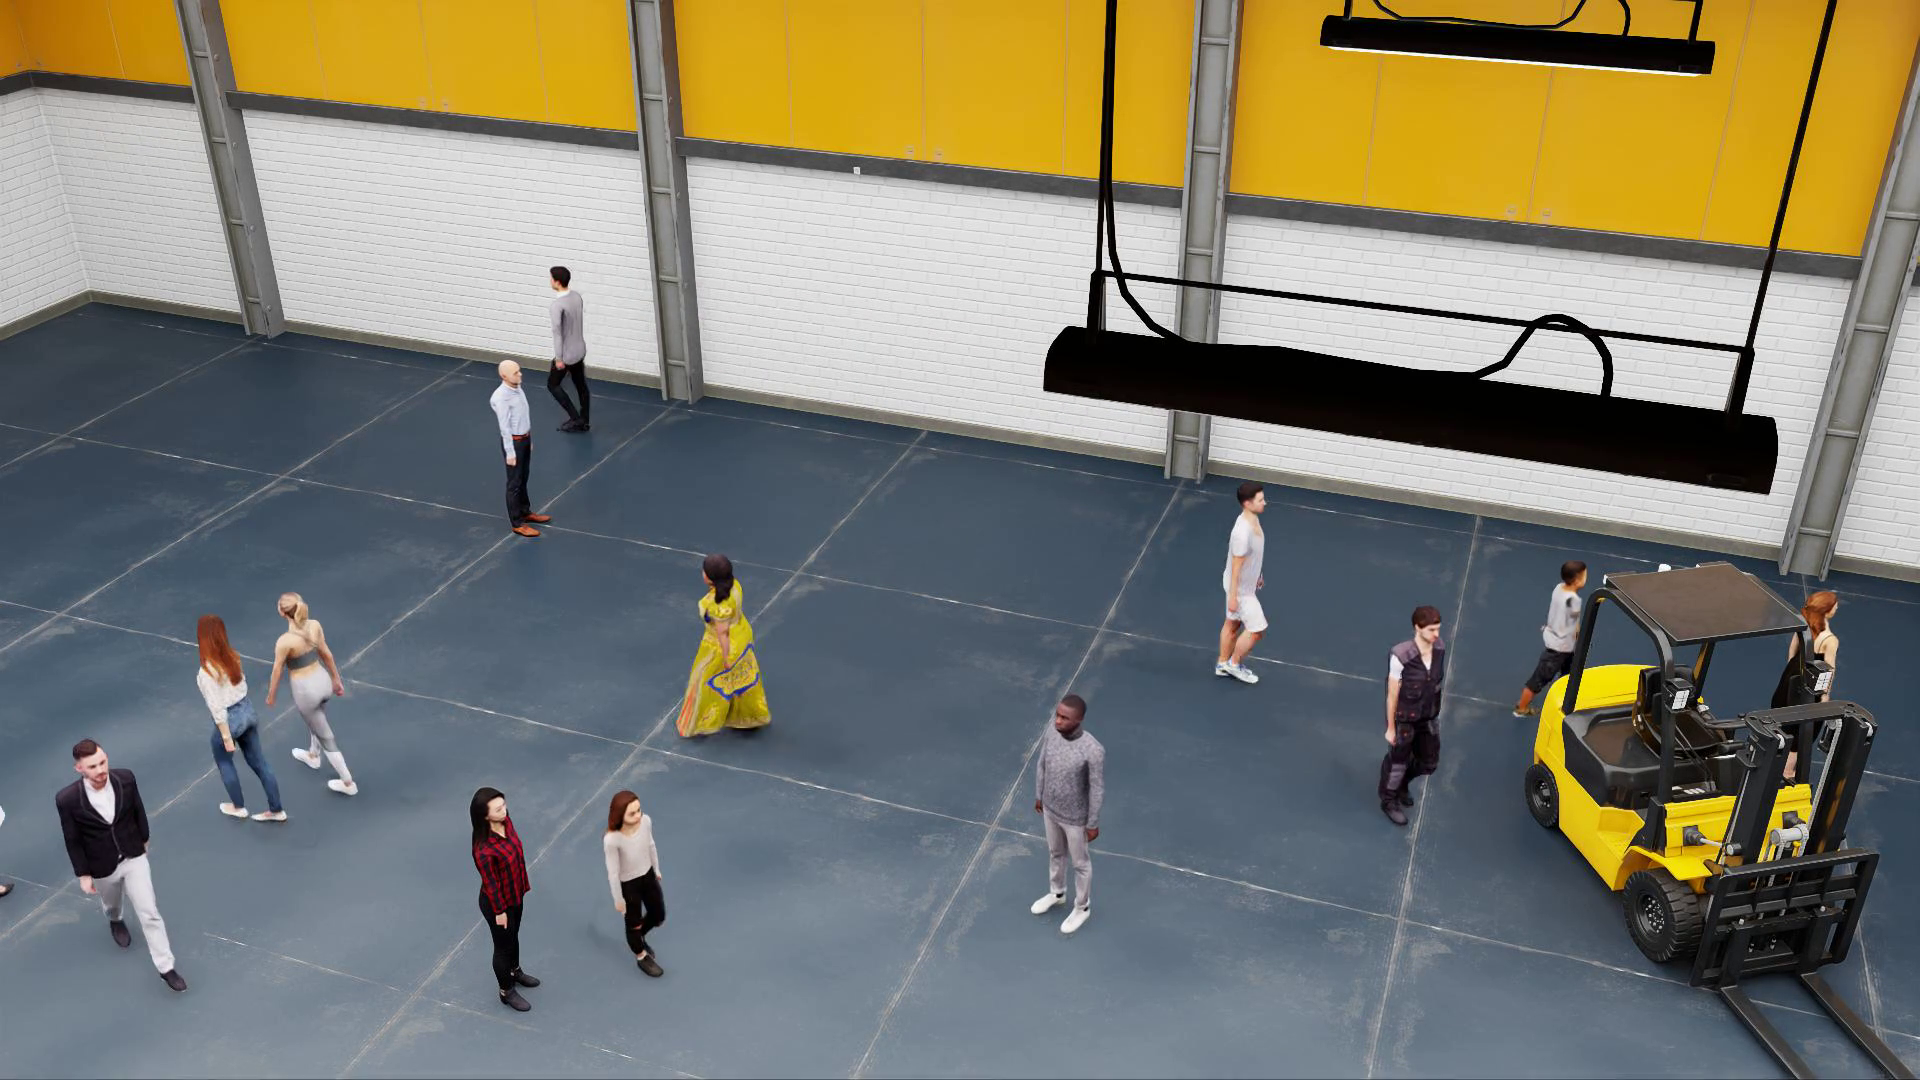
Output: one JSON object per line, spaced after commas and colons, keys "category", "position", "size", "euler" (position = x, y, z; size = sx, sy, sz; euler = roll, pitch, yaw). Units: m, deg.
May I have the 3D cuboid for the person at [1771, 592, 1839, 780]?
{"category": "person", "position": [6.433, 1.098, 12.696], "size": [0.727, 1.625, 0.677], "euler": [-8, 30, -15]}

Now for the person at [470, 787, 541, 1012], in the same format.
{"category": "person", "position": [-2.915, 2.255, 10.540], "size": [0.594, 1.658, 0.635], "euler": [2, 29, 4]}

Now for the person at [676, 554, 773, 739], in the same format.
{"category": "person", "position": [-1.760, 0.848, 13.145], "size": [1.033, 1.634, 0.880], "euler": [5, 29, 9]}

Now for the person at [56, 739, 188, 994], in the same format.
{"category": "person", "position": [-5.513, 2.044, 10.778], "size": [1.072, 1.801, 1.303], "euler": [-21, 35, -34]}

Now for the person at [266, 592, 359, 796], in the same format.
{"category": "person", "position": [-4.789, 1.191, 12.482], "size": [0.984, 1.668, 0.631], "euler": [12, 31, 20]}

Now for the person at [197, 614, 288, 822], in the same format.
{"category": "person", "position": [-5.239, 1.362, 12.142], "size": [0.753, 1.692, 0.588], "euler": [5, 29, 9]}

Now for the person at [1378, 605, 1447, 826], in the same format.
{"category": "person", "position": [3.246, 1.242, 12.214], "size": [0.802, 1.834, 0.866], "euler": [-11, 31, -20]}

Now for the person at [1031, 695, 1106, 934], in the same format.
{"category": "person", "position": [0.744, 1.807, 11.176], "size": [0.826, 1.836, 0.665], "euler": [-24, 37, -37]}

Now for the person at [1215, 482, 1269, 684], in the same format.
{"category": "person", "position": [2.256, 0.349, 13.839], "size": [0.654, 1.845, 0.719], "euler": [8, 30, 14]}

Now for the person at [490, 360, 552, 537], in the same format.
{"category": "person", "position": [-4.321, -0.925, 16.232], "size": [0.620, 1.791, 0.679], "euler": [4, 29, 8]}

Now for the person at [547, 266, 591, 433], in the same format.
{"category": "person", "position": [-4.193, -2.054, 18.174], "size": [0.630, 1.914, 0.762], "euler": [9, 30, 16]}

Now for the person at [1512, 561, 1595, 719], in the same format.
{"category": "person", "position": [4.803, 0.792, 13.470], "size": [1.095, 1.422, 0.880], "euler": [-4, 29, -8]}

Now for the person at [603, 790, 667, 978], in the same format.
{"category": "person", "position": [-2.159, 2.200, 10.827], "size": [0.667, 1.480, 0.648], "euler": [21, 35, 34]}
